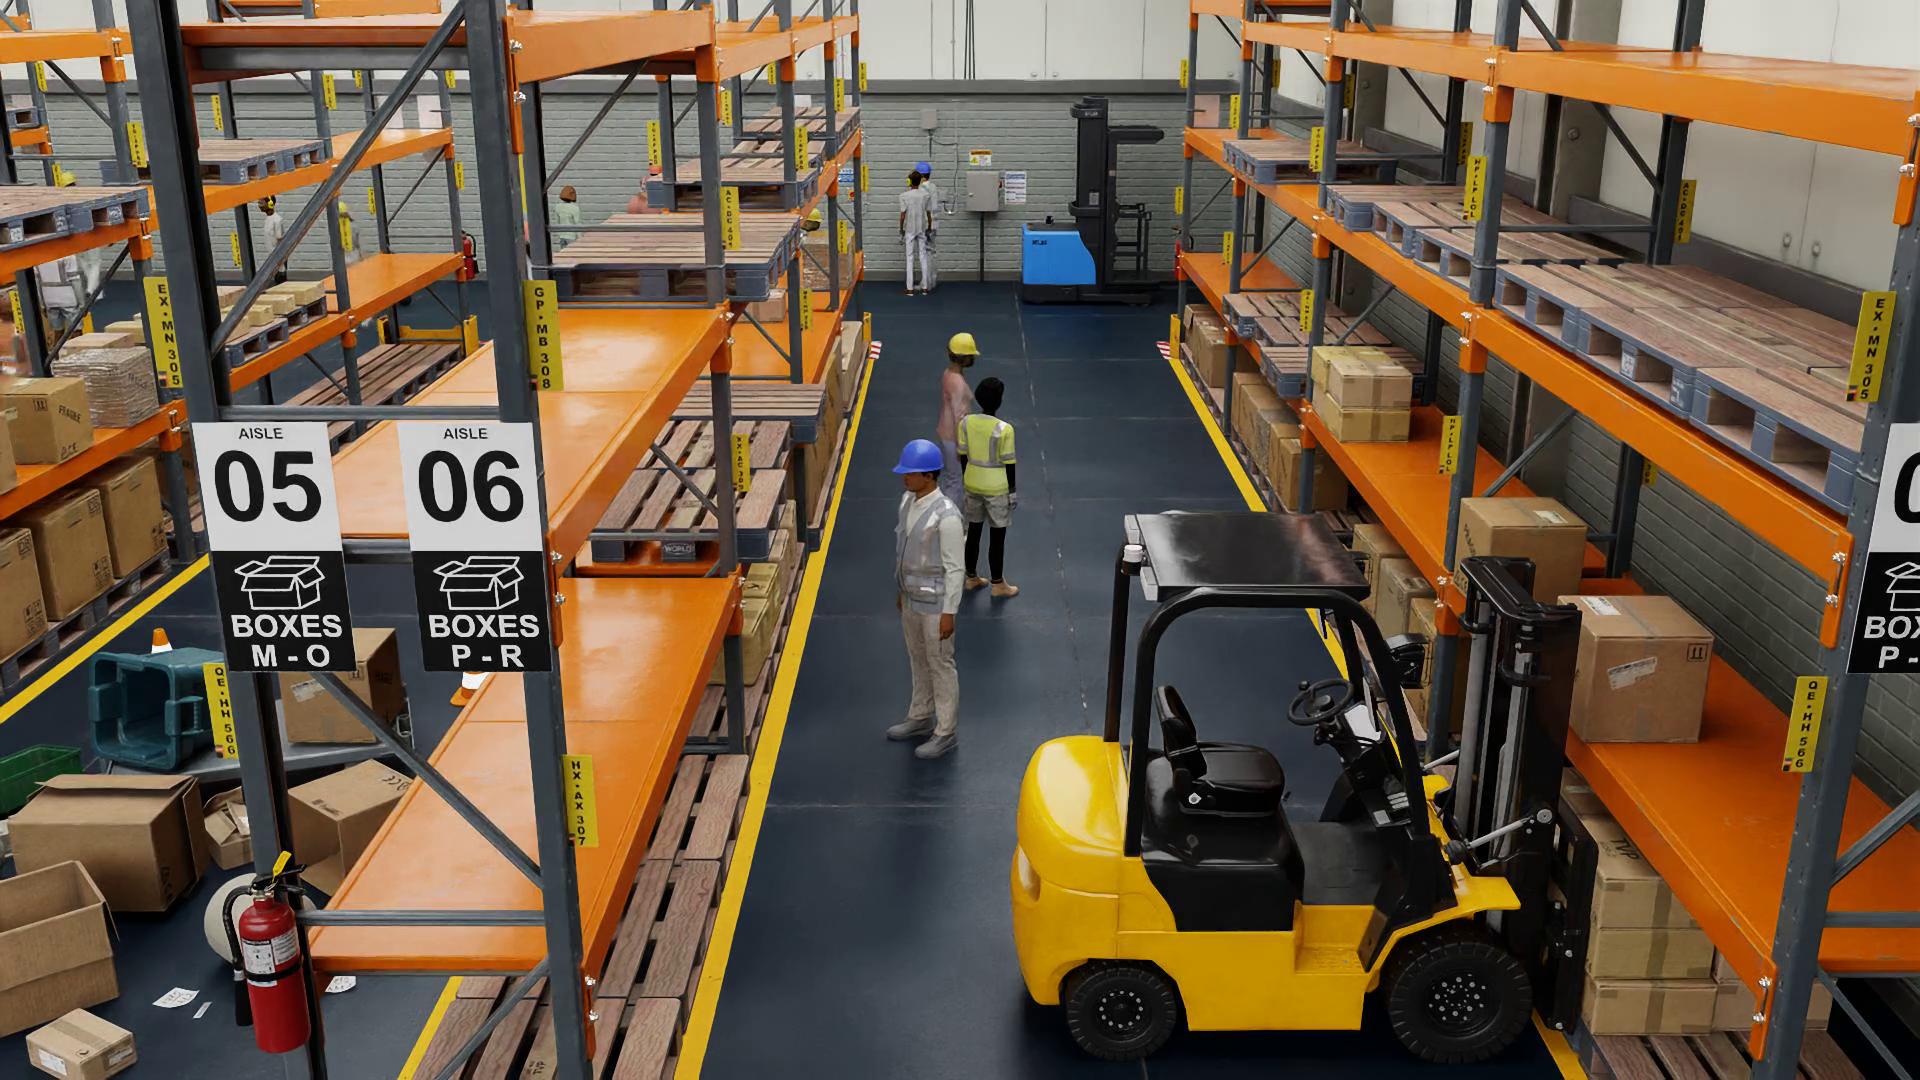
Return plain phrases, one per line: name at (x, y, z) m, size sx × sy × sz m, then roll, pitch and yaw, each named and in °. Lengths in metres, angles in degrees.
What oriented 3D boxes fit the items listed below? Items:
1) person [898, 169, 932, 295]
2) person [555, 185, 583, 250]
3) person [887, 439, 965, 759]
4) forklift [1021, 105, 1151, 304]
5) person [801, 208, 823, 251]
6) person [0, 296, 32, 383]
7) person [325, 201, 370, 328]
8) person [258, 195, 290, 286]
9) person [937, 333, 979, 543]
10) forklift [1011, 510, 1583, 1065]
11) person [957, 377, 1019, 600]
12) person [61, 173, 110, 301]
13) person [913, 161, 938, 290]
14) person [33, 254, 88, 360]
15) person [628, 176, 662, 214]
person at (-0.679, -4.630, 25.070) m, size 0.532 × 1.873 × 0.315 m, roll -6°, pitch 19°, yaw -16°
person at (-5.910, -4.549, 25.216) m, size 0.508 × 1.627 × 0.278 m, roll 12°, pitch 22°, yaw 32°
person at (-0.203, 0.341, 9.921) m, size 0.392 × 1.946 × 0.616 m, roll -11°, pitch 21°, yaw -29°
forklift at (1.857, -4.944, 24.441) m, size 1.873 × 2.768 × 1.129 m, roll 0°, pitch 18°, yaw 0°
person at (-1.934, -3.476, 21.805) m, size 0.317 × 1.733 × 0.491 m, roll -1°, pitch 18°, yaw -2°
person at (-9.149, -1.549, 16.144) m, size 0.552 × 1.621 × 0.350 m, roll 3°, pitch 19°, yaw 9°
person at (-8.300, -3.740, 22.640) m, size 0.498 × 1.712 × 0.723 m, roll -13°, pitch 22°, yaw -33°
person at (-9.260, -3.793, 22.571) m, size 0.333 × 1.860 × 0.508 m, roll -12°, pitch 22°, yaw -33°
person at (-0.013, -0.850, 13.827) m, size 0.350 × 1.759 × 0.527 m, roll -3°, pitch 19°, yaw -10°
forklift at (1.387, 1.055, 7.378) m, size 2.313 × 2.155 × 1.214 m, roll 0°, pitch 18°, yaw 0°
person at (0.221, -0.392, 12.533) m, size 0.541 × 1.696 × 0.315 m, roll 16°, pitch 24°, yaw 39°
person at (-12.924, -4.446, 24.512) m, size 0.677 × 1.880 × 0.579 m, roll -7°, pitch 20°, yaw -20°
person at (-0.528, -4.810, 25.494) m, size 0.394 × 1.949 × 0.602 m, roll 6°, pitch 19°, yaw 17°
person at (-10.483, -2.787, 19.426) m, size 0.553 × 1.923 × 0.390 m, roll 2°, pitch 18°, yaw 5°
person at (-4.491, -4.311, 24.082) m, size 0.396 × 1.900 × 0.636 m, roll 11°, pitch 21°, yaw 31°
